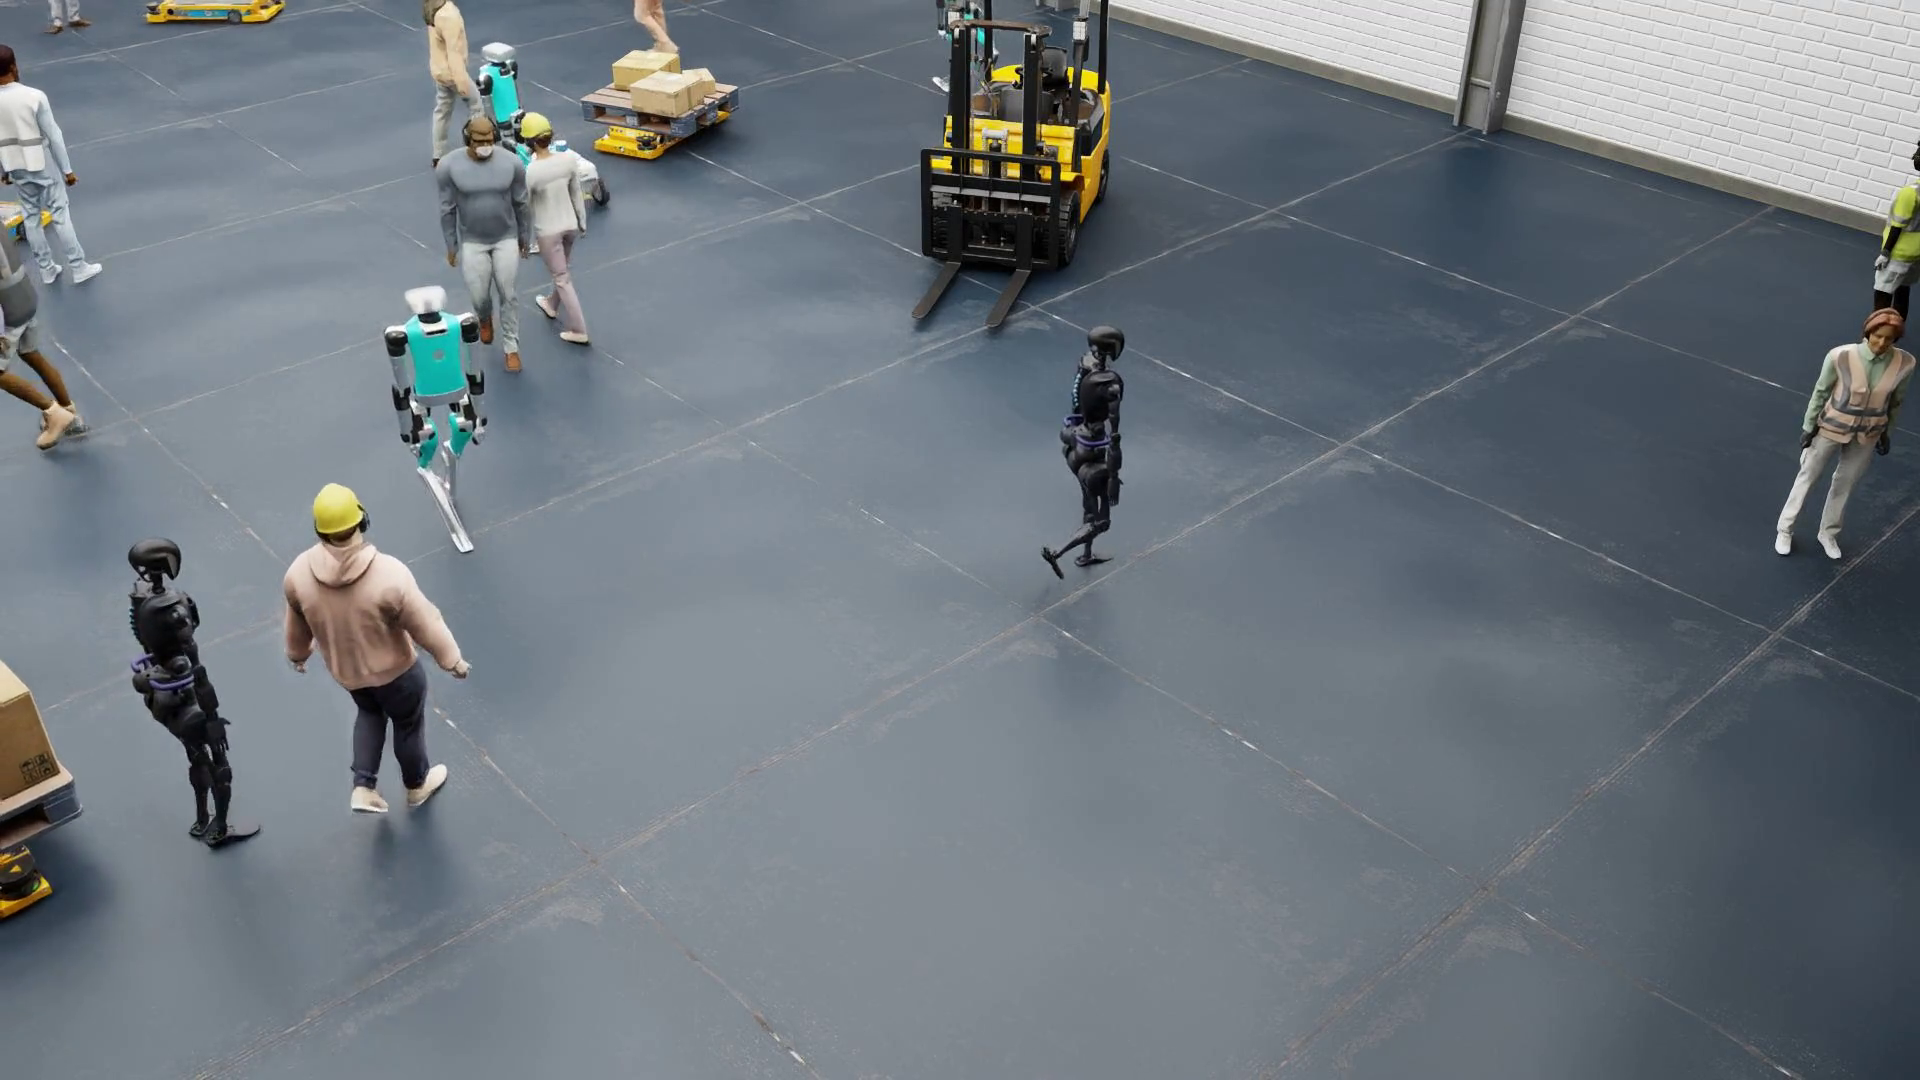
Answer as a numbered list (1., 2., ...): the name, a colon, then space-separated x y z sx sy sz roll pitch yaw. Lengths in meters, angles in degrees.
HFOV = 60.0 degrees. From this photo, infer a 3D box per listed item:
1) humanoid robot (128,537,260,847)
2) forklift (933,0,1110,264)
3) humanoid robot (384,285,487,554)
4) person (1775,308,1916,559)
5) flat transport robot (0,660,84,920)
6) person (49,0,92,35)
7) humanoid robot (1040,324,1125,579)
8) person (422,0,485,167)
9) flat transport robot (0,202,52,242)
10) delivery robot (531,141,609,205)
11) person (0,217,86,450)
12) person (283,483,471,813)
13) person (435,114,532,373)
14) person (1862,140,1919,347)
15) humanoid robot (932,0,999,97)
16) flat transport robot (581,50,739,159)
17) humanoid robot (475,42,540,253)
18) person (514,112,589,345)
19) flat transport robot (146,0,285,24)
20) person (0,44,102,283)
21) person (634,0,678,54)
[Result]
1. humanoid robot: -3.638 0.719 7.789 0.613 1.641 0.351 26 41 34
2. forklift: 0.570 -3.725 14.138 1.214 2.155 2.313 9 34 13
3. humanoid robot: -3.200 -0.800 10.098 0.550 1.804 0.907 -18 37 -25
4. person: 5.265 -0.626 9.878 0.522 1.636 0.309 5 33 7
5. flat transport robot: -4.974 1.450 7.944 1.431 0.231 0.659 27 42 35
6. person: -10.499 -6.717 19.261 0.309 1.607 0.692 7 34 11
7. humanoid robot: 0.696 -0.508 9.678 0.548 1.642 0.609 -12 35 -17
8. person: -4.633 -4.360 15.444 0.834 1.833 0.634 -15 36 -22
9. flat transport robot: -8.423 -2.549 14.091 0.659 0.231 1.431 5 33 8
10. delivery robot: -3.537 -3.269 14.946 0.499 0.607 0.790 -23 40 -31
11. person: -6.270 -1.500 10.897 0.532 1.999 0.709 -9 34 -13
12. person: -2.775 0.561 7.852 0.812 1.852 0.503 8 34 11
13. person: -3.384 -2.163 11.987 0.643 1.916 0.530 -11 35 -17
14. person: 6.869 -2.109 12.110 0.534 1.693 0.320 -21 38 -29
15. humanoid robot: 0.074 -5.284 16.971 0.547 1.742 1.040 -25 40 -33
16. flat transport robot: -2.950 -4.131 16.523 0.659 0.231 1.431 15 36 21
17. humanoid robot: -3.523 -3.167 13.710 0.669 1.815 0.542 8 34 12
18. person: -3.109 -2.344 12.431 0.790 1.727 0.538 23 40 31
19. flat transport robot: -8.970 -6.427 20.051 1.431 0.231 0.659 0 33 -1
20. person: -7.371 -2.960 13.214 0.595 1.914 0.374 0 33 -1
21. person: -3.360 -6.075 18.135 0.423 1.767 0.608 -1 33 -2
